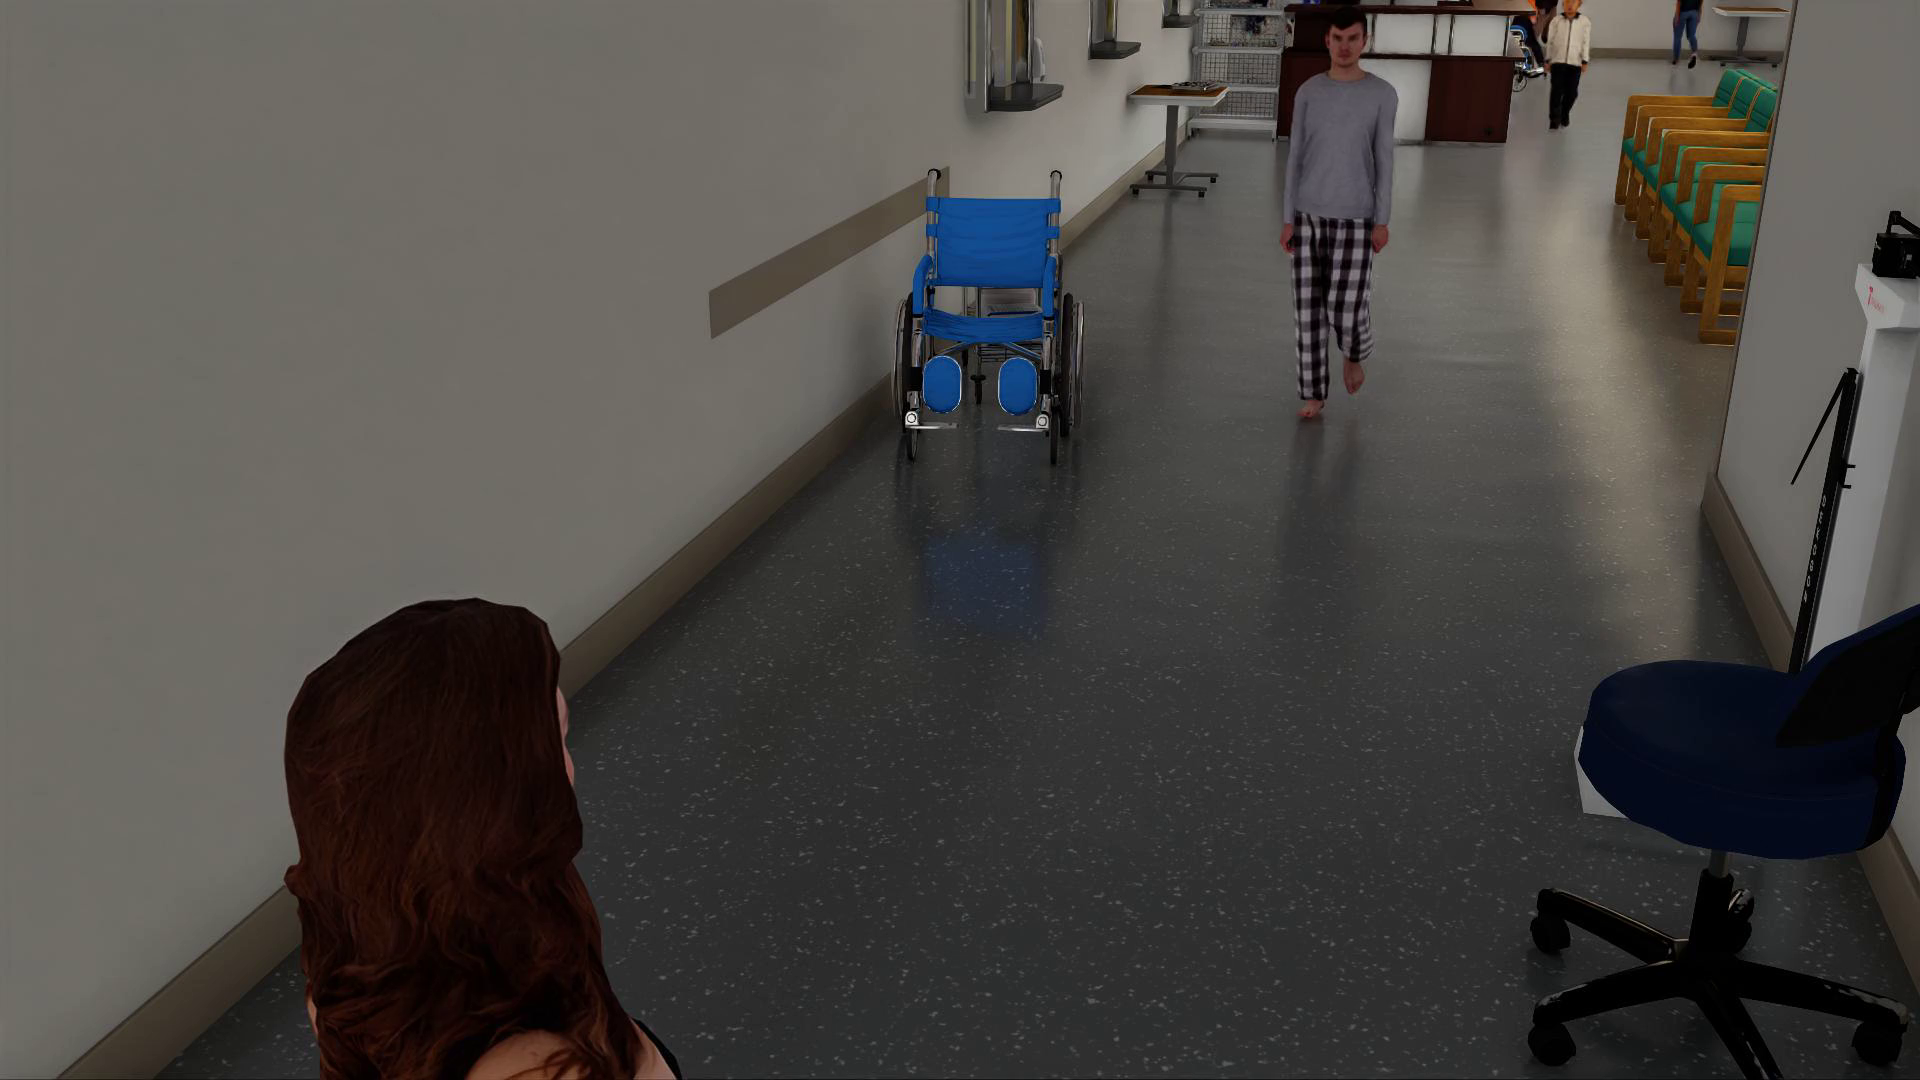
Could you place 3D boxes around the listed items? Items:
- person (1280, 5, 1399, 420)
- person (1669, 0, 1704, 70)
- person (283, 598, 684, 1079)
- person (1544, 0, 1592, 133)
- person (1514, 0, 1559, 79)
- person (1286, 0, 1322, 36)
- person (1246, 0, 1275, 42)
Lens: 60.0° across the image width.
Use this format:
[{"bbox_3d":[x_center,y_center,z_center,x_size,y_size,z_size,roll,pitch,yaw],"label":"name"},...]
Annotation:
[{"bbox_3d":[1.735,-1.493,7.644,0.740,1.836,0.762,9,23,23],"label":"person"},{"bbox_3d":[10.681,-7.677,24.316,1.000,1.592,0.808,0,21,0],"label":"person"},{"bbox_3d":[-0.389,0.867,1.537,0.532,1.748,0.675,11,23,26],"label":"person"},{"bbox_3d":[6.419,-5.055,17.604,0.634,1.443,0.666,7,22,17],"label":"person"},{"bbox_3d":[8.203,-7.378,23.088,1.247,1.902,0.987,15,25,34],"label":"person"},{"bbox_3d":[6.372,-10.093,30.482,1.137,1.743,1.045,-10,23,-24],"label":"person"},{"bbox_3d":[5.008,-9.126,28.024,1.102,1.676,0.915,14,25,32],"label":"person"}]
